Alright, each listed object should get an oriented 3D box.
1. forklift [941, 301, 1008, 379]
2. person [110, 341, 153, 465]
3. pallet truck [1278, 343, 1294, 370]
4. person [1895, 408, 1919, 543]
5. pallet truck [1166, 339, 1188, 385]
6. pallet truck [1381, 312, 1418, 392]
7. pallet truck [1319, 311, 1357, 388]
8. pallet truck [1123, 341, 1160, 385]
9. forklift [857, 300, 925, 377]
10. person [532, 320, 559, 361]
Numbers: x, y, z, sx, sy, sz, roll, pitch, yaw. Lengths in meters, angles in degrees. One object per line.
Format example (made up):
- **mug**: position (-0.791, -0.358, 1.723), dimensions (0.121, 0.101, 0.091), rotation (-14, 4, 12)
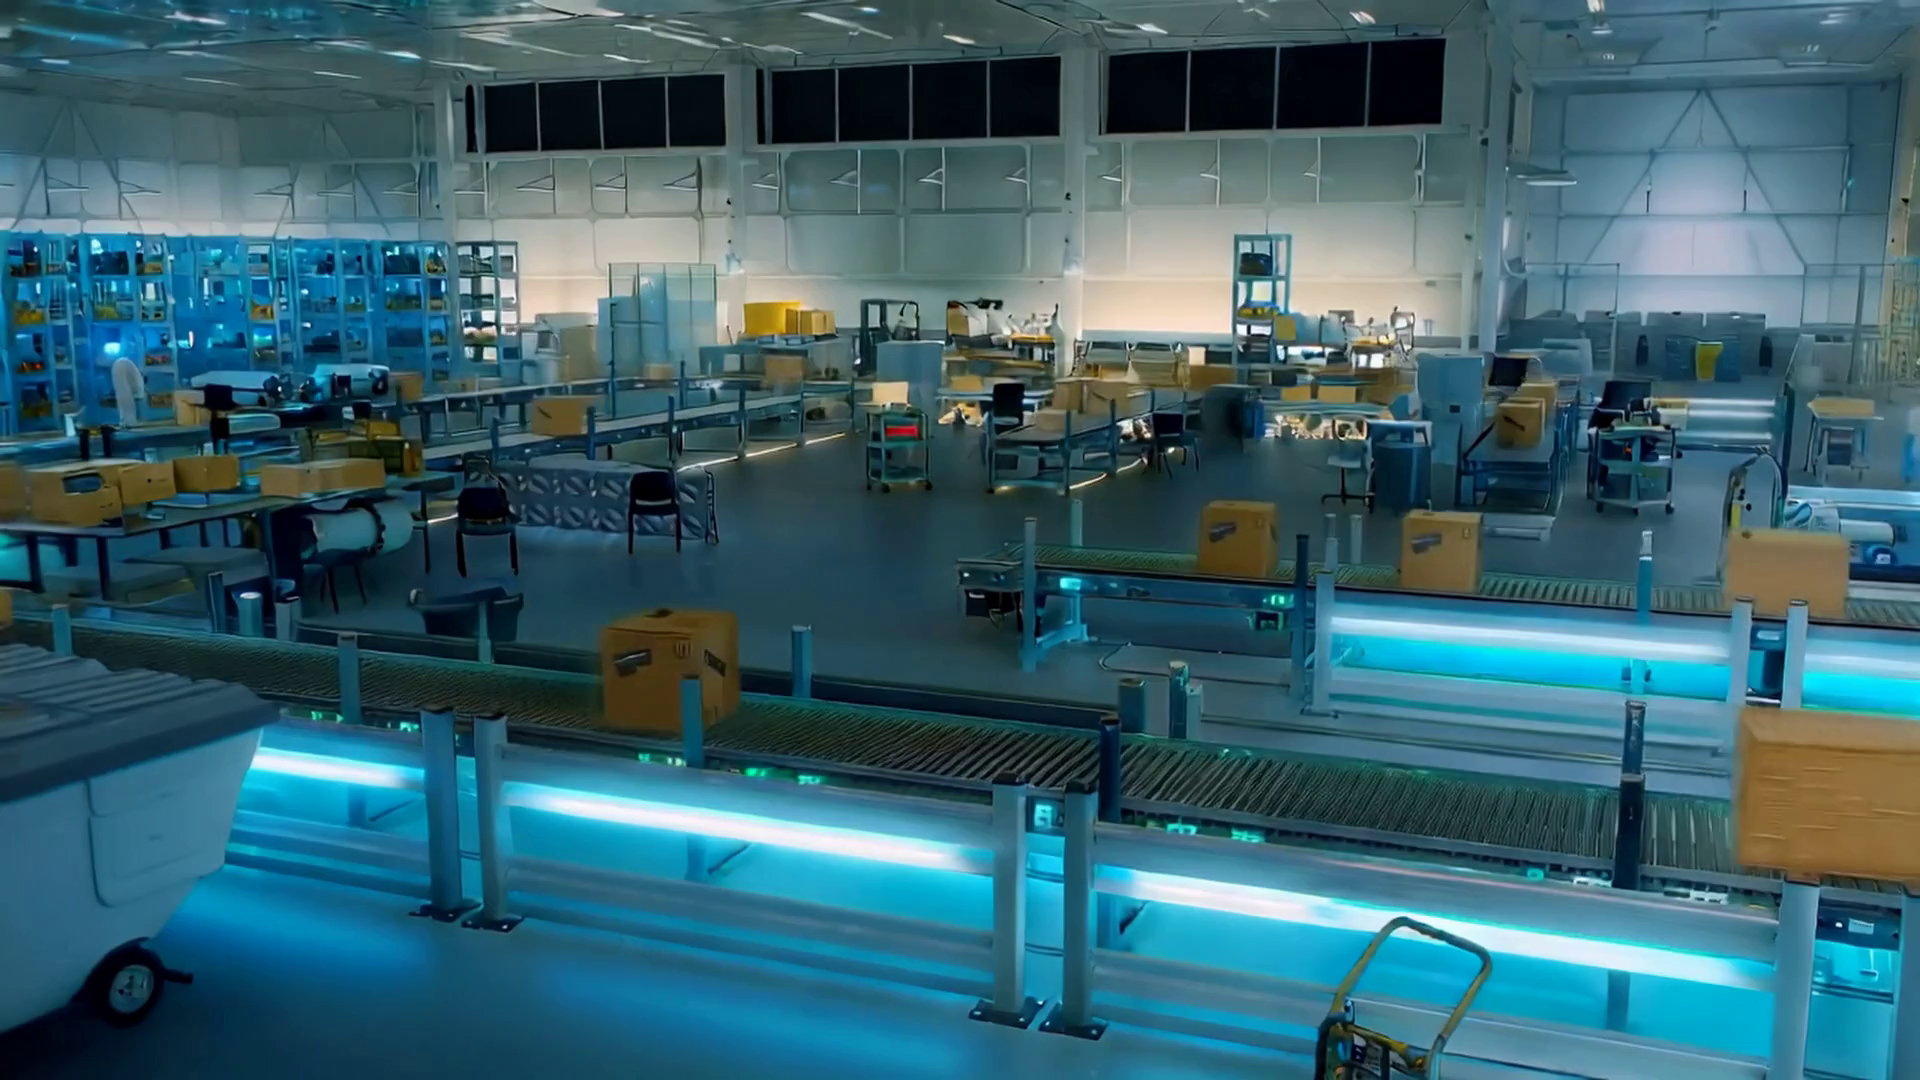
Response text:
- **forklift**: position (0.365, -4.966, 41.571), dimensions (1.157, 1.987, 2.680), rotation (3, 10, 20)
- **person**: position (-12.542, -2.054, 25.153), dimensions (0.639, 1.903, 0.409), rotation (8, 13, 41)
- **pallet truck**: position (7.886, -4.163, 39.743), dimensions (0.653, 1.274, 1.630), rotation (4, 10, 22)
- **person**: position (10.373, -0.813, 17.911), dimensions (0.527, 1.819, 0.998), rotation (1, 9, 8)
- **pallet truck**: position (5.418, -4.269, 40.420), dimensions (0.704, 1.261, 1.522), rotation (3, 10, 20)
- **pallet truck**: position (10.207, -4.283, 38.369), dimensions (0.823, 1.965, 1.885), rotation (3, 10, 20)
- **pallet truck**: position (9.071, -4.419, 39.190), dimensions (0.823, 1.965, 1.885), rotation (5, 10, 26)
- **pallet truck**: position (4.445, -4.380, 41.279), dimensions (0.680, 1.201, 1.601), rotation (4, 10, 22)
- **forklift**: position (-1.732, -5.109, 42.468), dimensions (1.157, 1.987, 2.680), rotation (4, 10, 22)
- **person**: position (-9.660, -4.232, 38.764), dimensions (0.597, 1.775, 0.953), rotation (-1, 9, -6)
